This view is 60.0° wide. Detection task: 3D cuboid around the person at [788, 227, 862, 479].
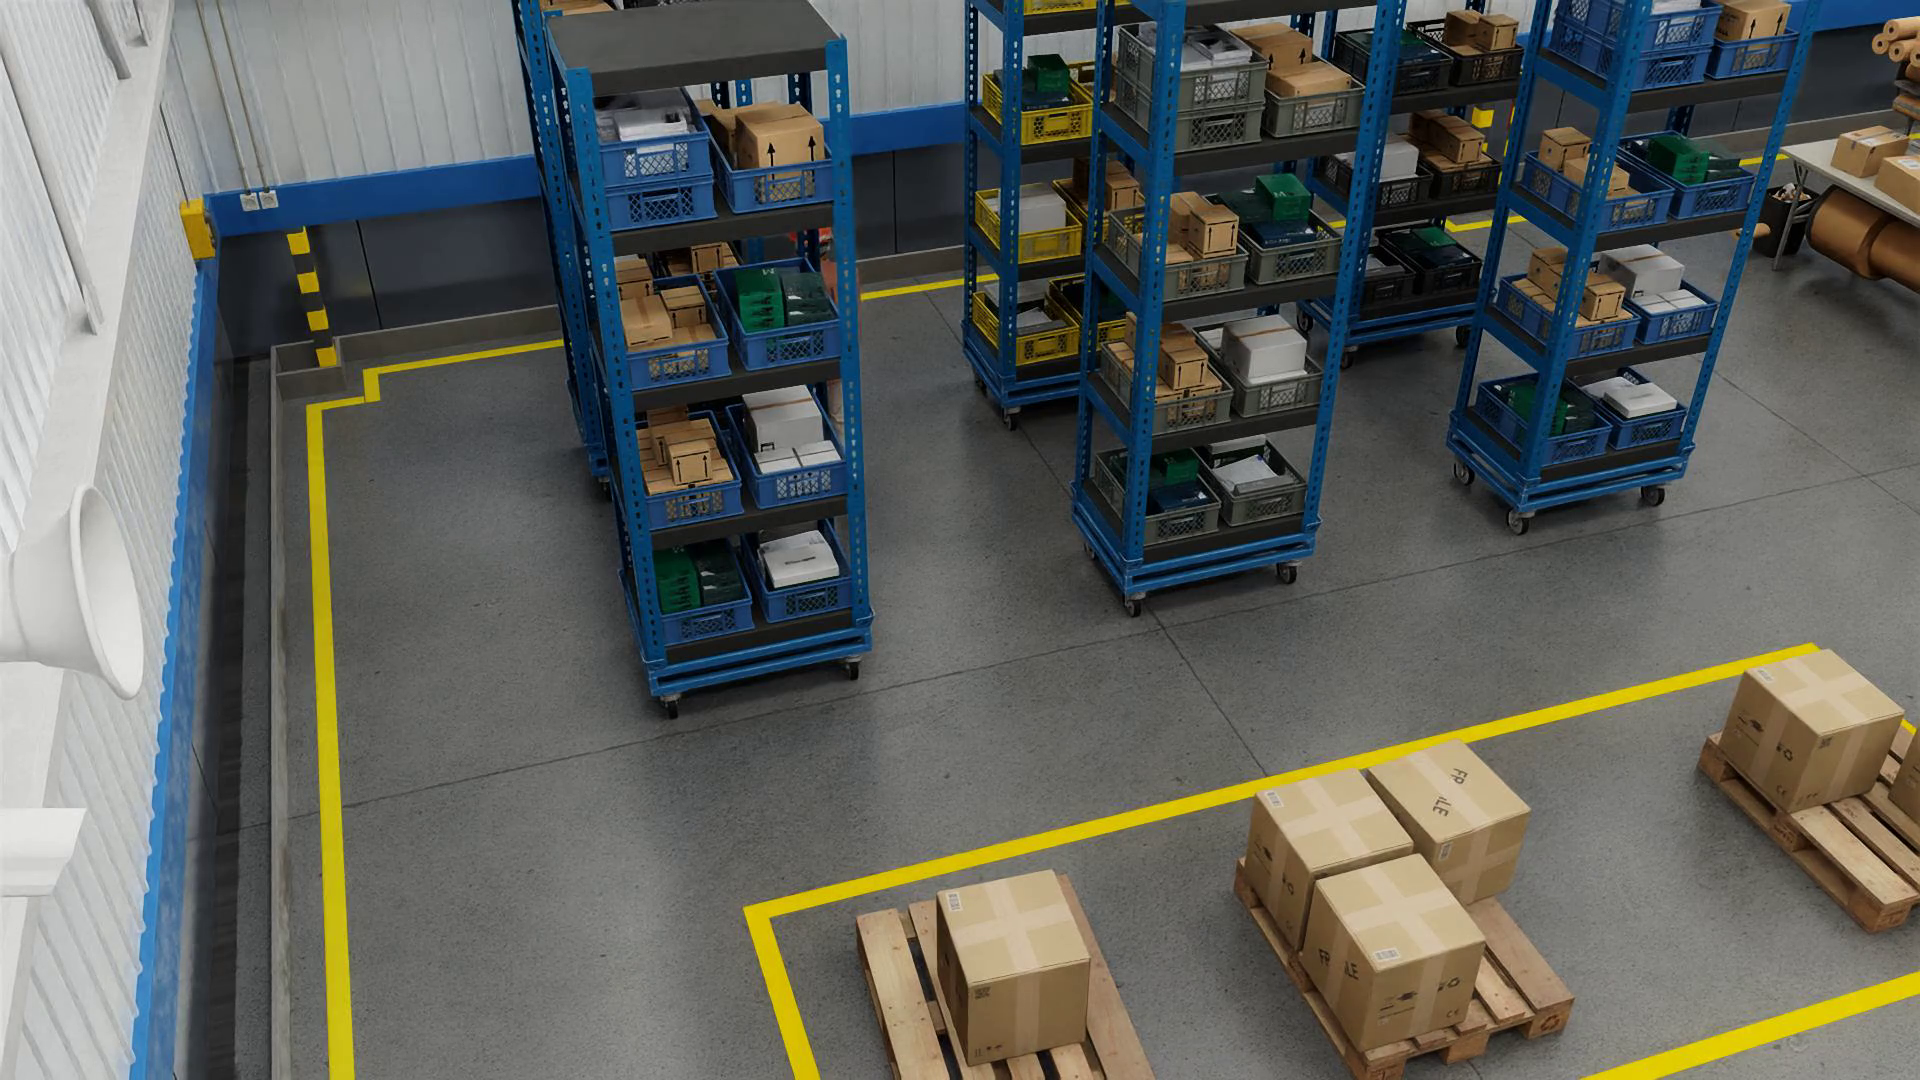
[{"bbox_3d":[-0.847,-1.059,10.066,0.411,1.980,0.625,28,44,34],"label":"person"}]
